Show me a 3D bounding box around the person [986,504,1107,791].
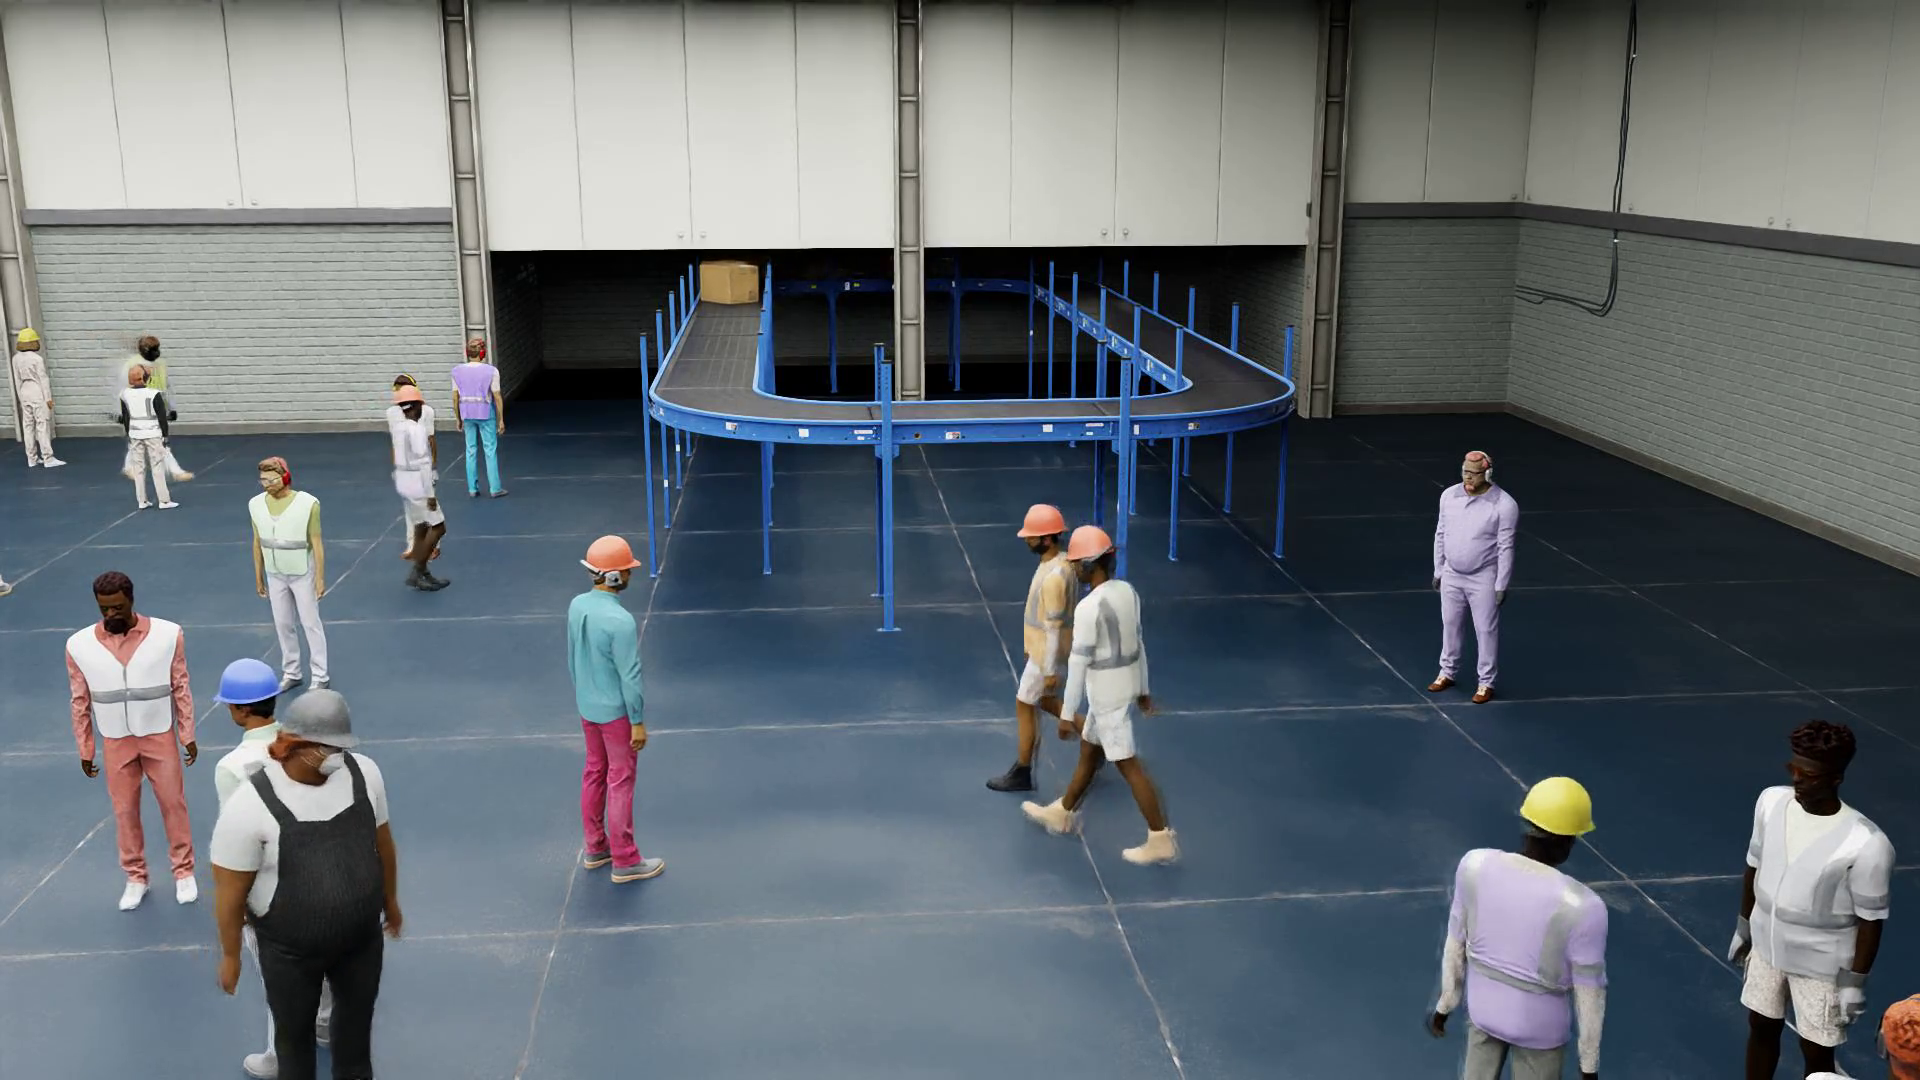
[{"bbox_3d":[0.593,0.693,10.646,0.766,1.908,0.560,2,14,6],"label":"person"}]

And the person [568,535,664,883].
[{"bbox_3d":[-1.970,0.948,9.454,0.396,1.993,0.618,-13,19,-41],"label":"person"}]

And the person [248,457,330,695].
[{"bbox_3d":[-5.034,0.268,12.514,0.571,1.832,0.404,3,14,10],"label":"person"}]

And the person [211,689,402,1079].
[{"bbox_3d":[-2.660,1.567,6.883,0.535,2.000,0.760,12,18,39],"label":"person"}]

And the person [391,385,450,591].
[{"bbox_3d":[-4.975,-0.452,15.267,0.413,1.911,0.602,-12,18,-40],"label":"person"}]

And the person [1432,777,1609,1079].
[{"bbox_3d":[2.102,1.791,6.276,0.661,1.911,0.370,13,19,43],"label":"person"}]

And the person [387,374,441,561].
[{"bbox_3d":[-5.374,-0.710,16.377,0.502,1.861,0.328,2,14,7],"label":"person"}]

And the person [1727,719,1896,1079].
[{"bbox_3d":[3.382,1.651,6.698,0.373,1.966,0.605,-6,15,-24],"label":"person"}]

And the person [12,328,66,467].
[{"bbox_3d":[-11.613,-1.785,20.899,0.484,1.745,0.297,4,15,17],"label":"person"}]

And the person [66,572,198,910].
[{"bbox_3d":[-4.510,1.081,9.109,0.597,1.908,0.407,-5,15,-20],"label":"person"}]

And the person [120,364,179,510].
[{"bbox_3d":[-9.062,-1.142,18.538,0.513,1.641,0.307,2,14,6],"label":"person"}]

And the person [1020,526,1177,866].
[{"bbox_3d":[0.828,0.905,9.707,1.059,1.967,0.671,7,16,27],"label":"person"}]

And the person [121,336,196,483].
[{"bbox_3d":[-9.766,-1.579,20.018,1.055,1.777,0.640,2,14,10],"label":"person"}]

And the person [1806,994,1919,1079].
[{"bbox_3d":[2.650,2.174,4.779,0.355,1.883,0.575,-11,18,-38],"label":"person"}]

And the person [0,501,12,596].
[{"bbox_3d":[-8.987,-0.437,14.996,0.608,1.995,0.377,-3,14,-13],"label":"person"}]

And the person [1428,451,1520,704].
[{"bbox_3d":[3.799,0.267,12.390,0.395,1.899,0.642,-13,19,-42],"label":"person"}]

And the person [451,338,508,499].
[{"bbox_3d":[-5.522,-1.384,19.086,0.571,1.843,0.373,1,14,5],"label":"person"}]

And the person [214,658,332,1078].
[{"bbox_3d":[-3.083,1.467,7.477,0.400,1.944,0.618,4,15,16],"label":"person"}]
